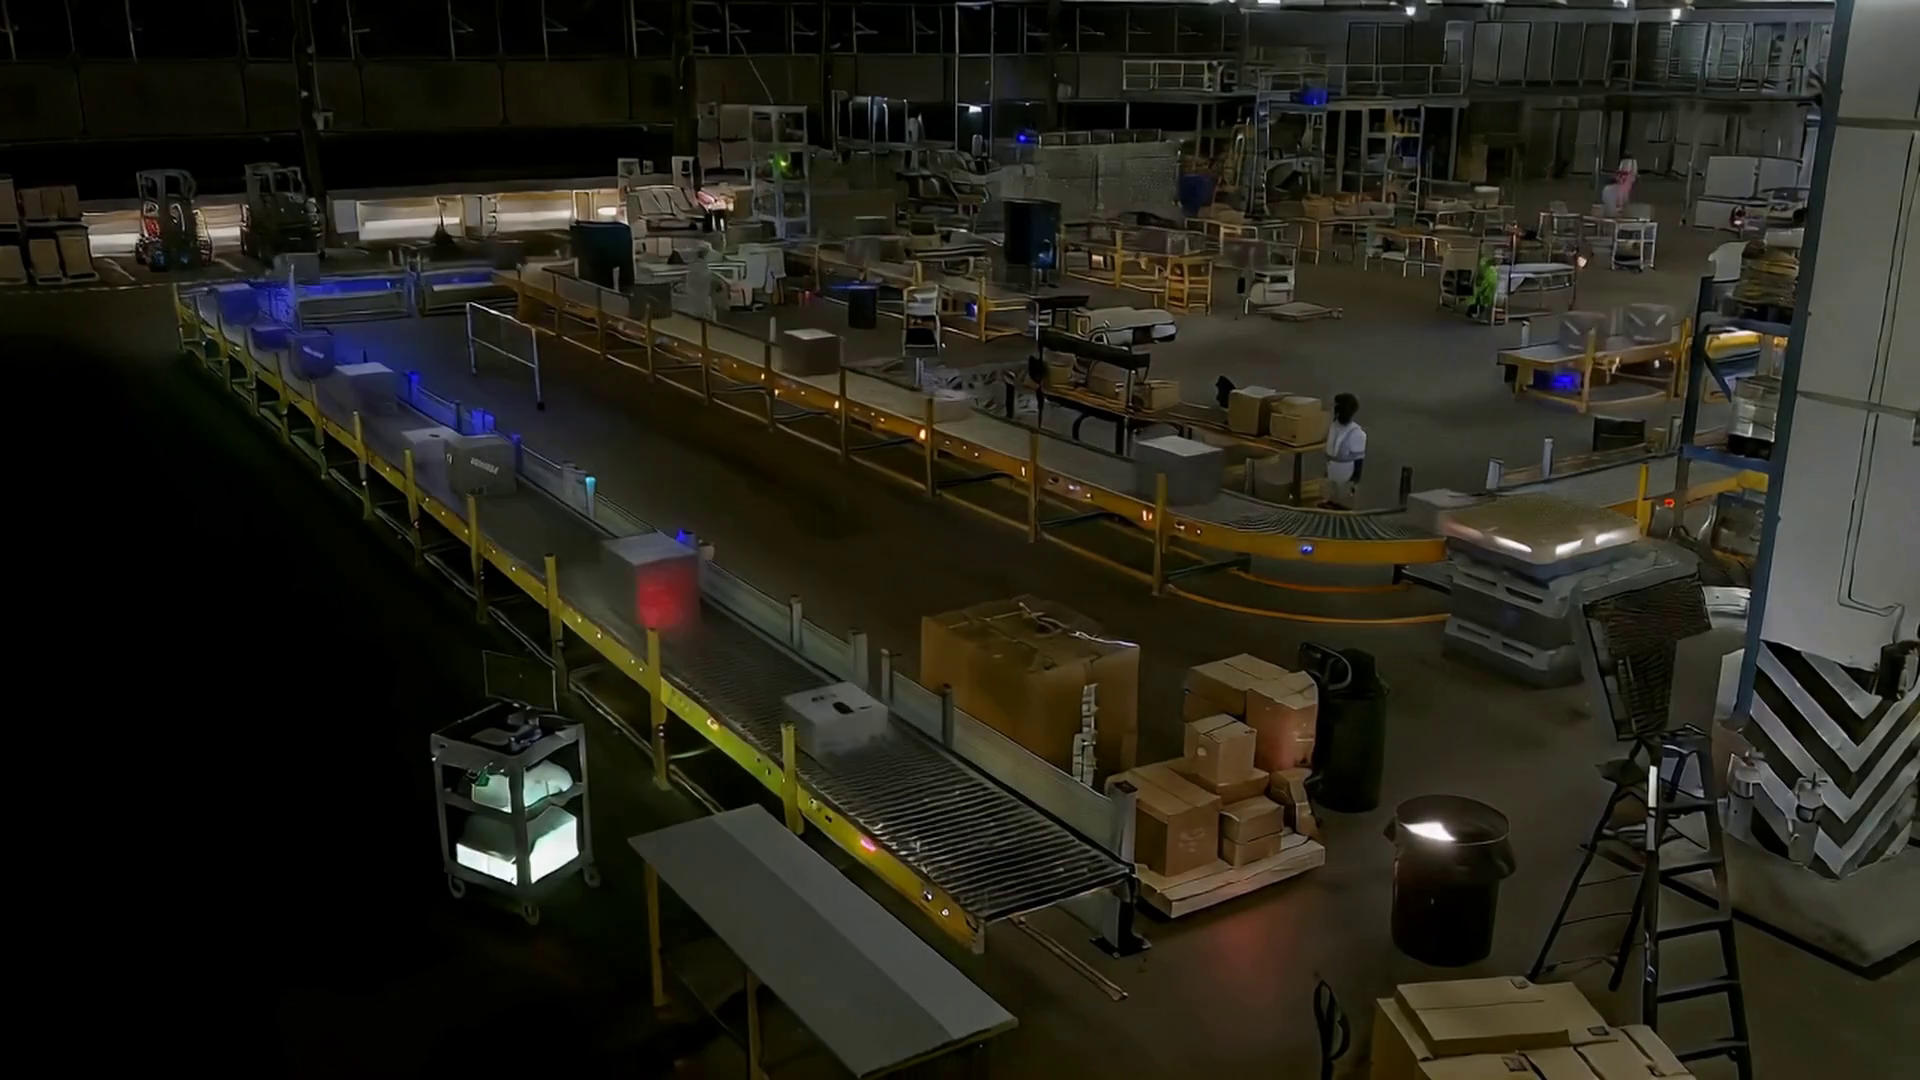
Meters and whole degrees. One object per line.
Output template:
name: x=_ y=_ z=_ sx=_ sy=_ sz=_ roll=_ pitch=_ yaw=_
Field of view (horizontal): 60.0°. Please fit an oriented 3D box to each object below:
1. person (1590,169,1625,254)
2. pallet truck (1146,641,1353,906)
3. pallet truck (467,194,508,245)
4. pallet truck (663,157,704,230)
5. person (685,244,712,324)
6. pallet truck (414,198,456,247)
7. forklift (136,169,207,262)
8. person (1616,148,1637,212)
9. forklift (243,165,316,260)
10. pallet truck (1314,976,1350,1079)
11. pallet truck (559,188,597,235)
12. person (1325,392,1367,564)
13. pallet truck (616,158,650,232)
person: x=15.533 y=-7.816 z=39.702 sx=0.612 sy=2.023 sz=0.768 roll=-12 pitch=20 yaw=-34
pallet truck: x=1.664 y=1.407 z=10.232 sx=1.630 sy=1.274 sz=0.653 roll=-10 pitch=20 yaw=-31
pallet truck: x=-11.983 y=-8.177 z=42.137 sx=0.704 sy=1.261 sz=1.522 roll=-11 pitch=20 yaw=-33
pallet truck: x=-7.586 y=-9.308 z=44.692 sx=0.823 sy=1.965 sz=1.885 roll=-11 pitch=20 yaw=-33
person: x=-4.322 y=-4.075 z=27.749 sx=0.633 sy=1.729 sz=0.342 roll=11 pitch=20 yaw=32
pallet truck: x=-13.250 y=-8.060 z=41.856 sx=0.680 sy=1.201 sz=1.601 roll=-10 pitch=20 yaw=-31
forklift: x=-17.842 y=-7.318 z=37.559 sx=1.157 sy=1.987 sz=2.680 roll=-10 pitch=20 yaw=-31
person: x=19.883 y=-10.739 z=49.644 sx=0.356 sy=1.887 sz=0.572 roll=-10 pitch=19 yaw=-29
forklift: x=-15.898 y=-7.669 z=38.708 sx=1.157 sy=1.987 sz=2.680 roll=-11 pitch=20 yaw=-33
pallet truck: x=2.299 y=2.390 z=7.086 sx=1.601 sy=1.201 sz=0.680 roll=-2 pitch=17 yaw=-7
pallet truck: x=-10.010 y=-8.652 z=43.699 sx=0.653 sy=1.274 sz=1.630 roll=-10 pitch=20 yaw=-31
person: x=3.746 y=-0.614 z=16.280 sx=0.321 sy=1.694 sz=0.529 roll=-6 pitch=18 yaw=-18
pallet truck: x=-8.918 y=-9.176 z=44.255 sx=0.823 sy=1.965 sz=1.885 roll=-9 pitch=19 yaw=-27
